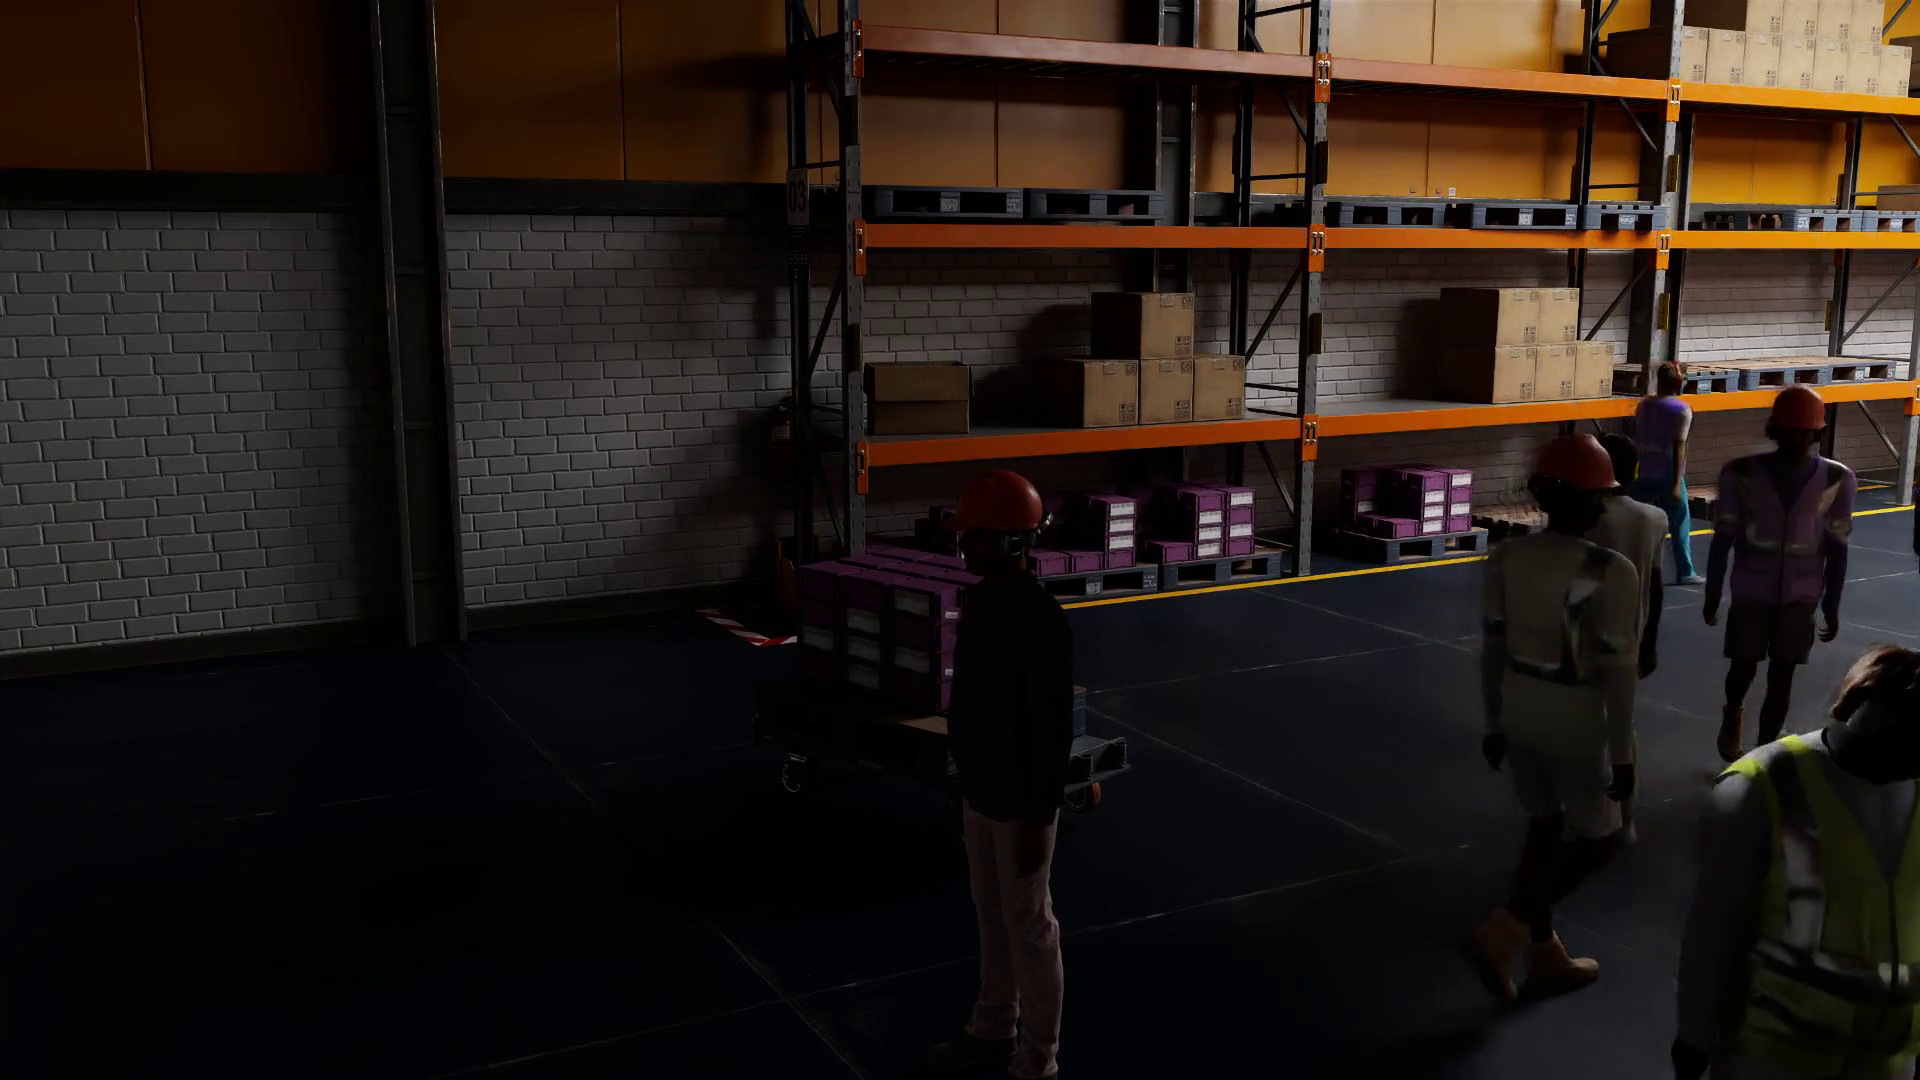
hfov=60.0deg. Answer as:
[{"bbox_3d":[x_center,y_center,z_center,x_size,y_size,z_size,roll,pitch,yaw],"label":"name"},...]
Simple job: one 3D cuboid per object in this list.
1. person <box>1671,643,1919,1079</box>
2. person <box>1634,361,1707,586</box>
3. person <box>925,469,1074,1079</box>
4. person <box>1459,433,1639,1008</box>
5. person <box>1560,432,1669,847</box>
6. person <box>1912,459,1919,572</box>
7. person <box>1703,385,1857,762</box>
[{"bbox_3d":[1.948,1.095,3.875,0.662,1.801,0.773,-1,10,-5],"label":"person"},{"bbox_3d":[5.472,-0.505,13.053,0.952,1.804,0.582,-4,10,-20],"label":"person"},{"bbox_3d":[0.130,0.771,5.130,0.378,1.996,0.611,-4,11,-22],"label":"person"},{"bbox_3d":[2.024,0.647,5.749,0.663,2.031,0.621,-5,11,-27],"label":"person"},{"bbox_3d":[2.871,0.453,7.377,0.530,1.856,0.355,-2,10,-10],"label":"person"},{"bbox_3d":[6.352,-0.028,10.623,0.531,1.679,0.600,7,12,37],"label":"person"},{"bbox_3d":[3.975,0.241,8.111,0.629,2.019,0.605,4,11,20],"label":"person"}]
